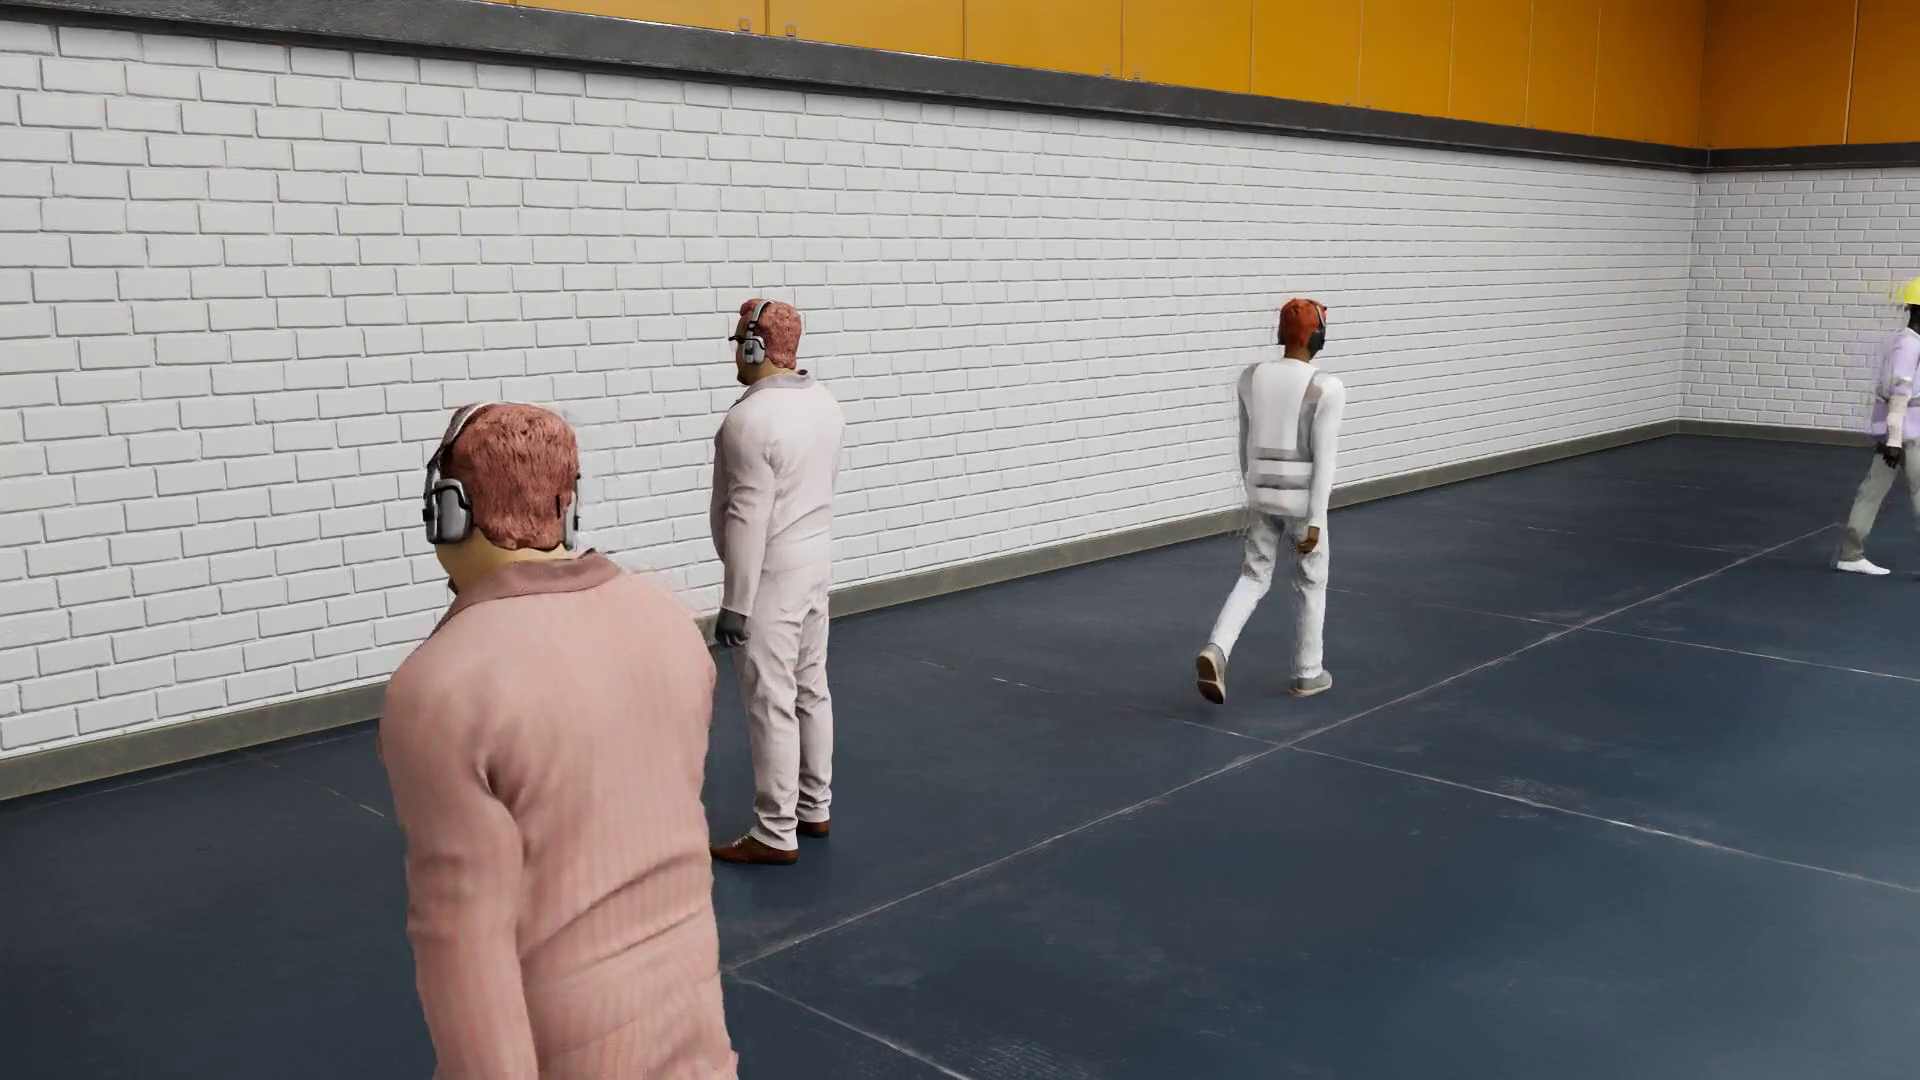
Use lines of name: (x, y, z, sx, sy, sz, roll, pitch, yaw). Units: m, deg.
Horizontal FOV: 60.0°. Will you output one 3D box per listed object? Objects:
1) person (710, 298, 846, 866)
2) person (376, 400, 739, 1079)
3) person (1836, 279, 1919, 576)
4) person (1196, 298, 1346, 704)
person: (-0.642, 0.143, 5.649, 0.408, 1.908, 0.645, 4, 11, 21)
person: (-0.600, 0.730, 2.475, 1.011, 1.854, 0.667, 6, 12, 31)
person: (6.015, -0.676, 10.350, 0.925, 1.884, 0.612, 5, 11, 25)
person: (1.434, -0.160, 7.517, 0.571, 1.862, 0.825, 8, 13, 40)
